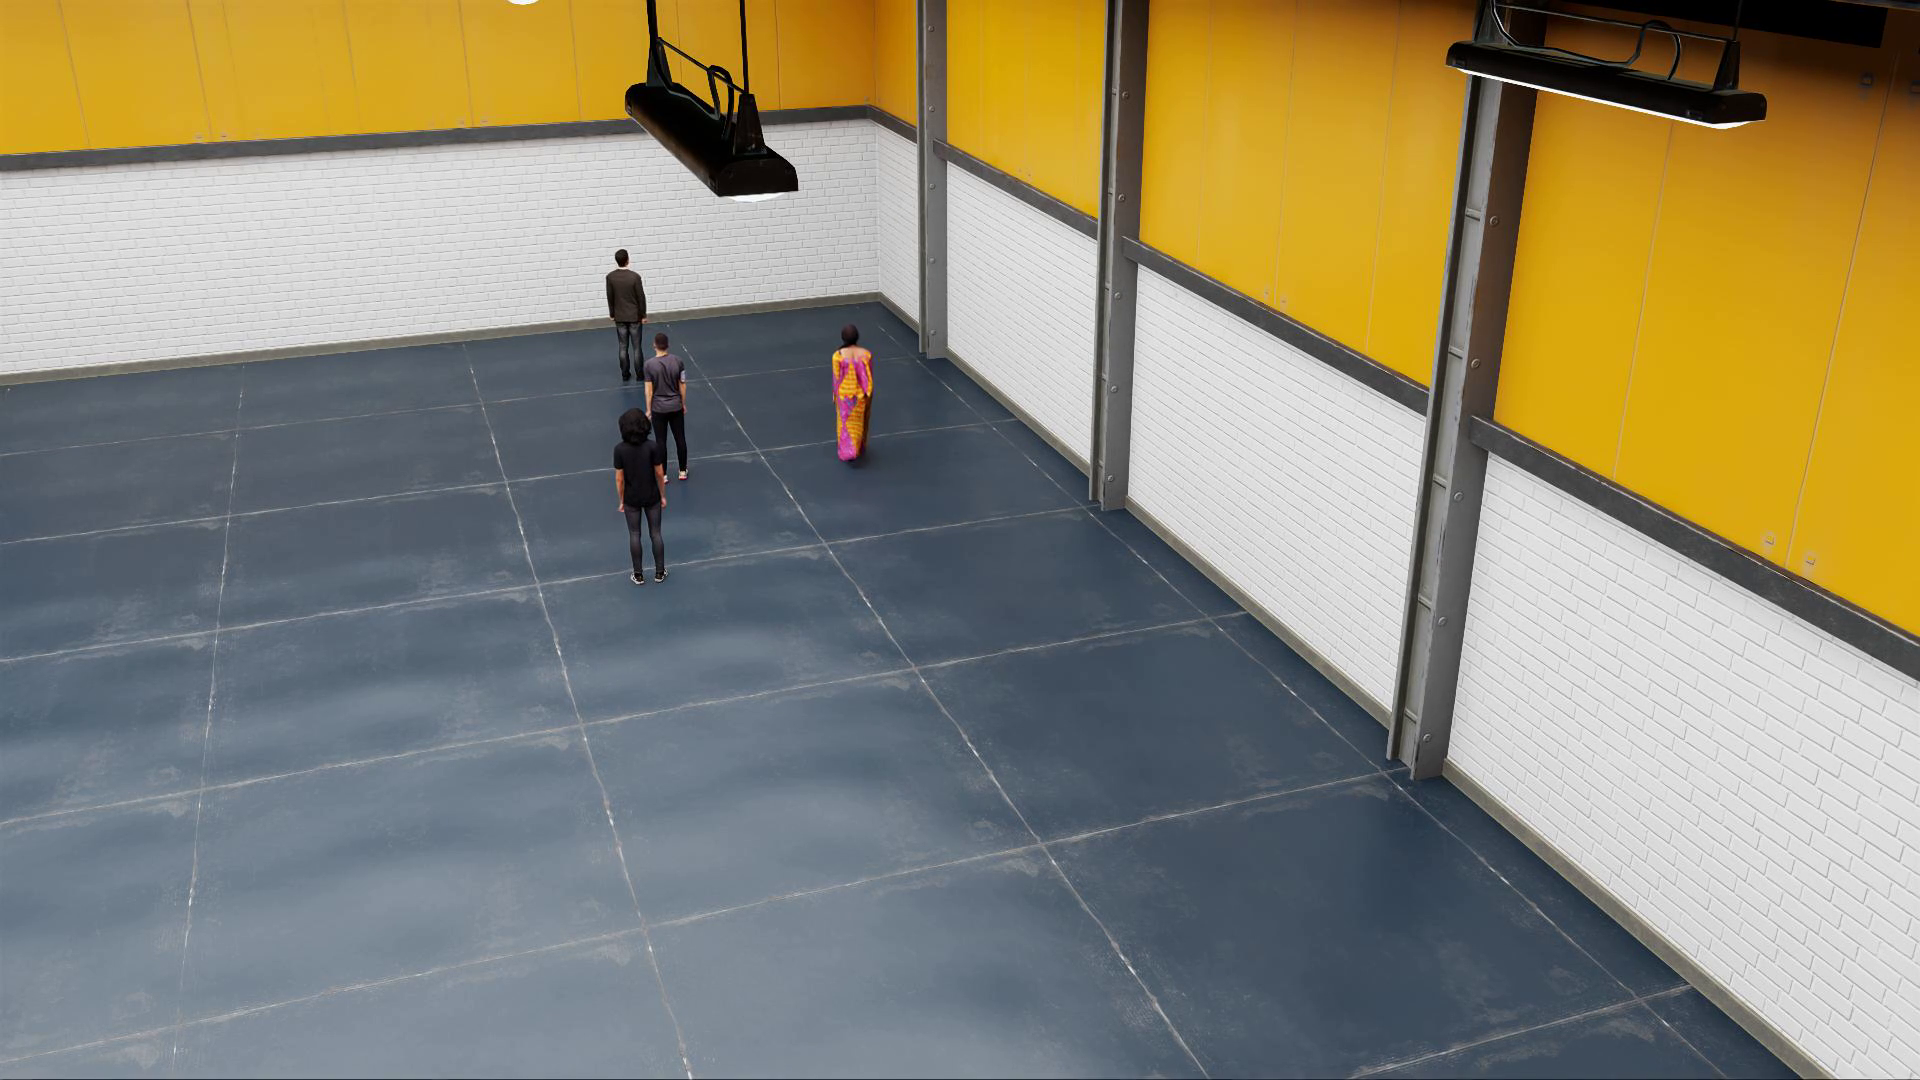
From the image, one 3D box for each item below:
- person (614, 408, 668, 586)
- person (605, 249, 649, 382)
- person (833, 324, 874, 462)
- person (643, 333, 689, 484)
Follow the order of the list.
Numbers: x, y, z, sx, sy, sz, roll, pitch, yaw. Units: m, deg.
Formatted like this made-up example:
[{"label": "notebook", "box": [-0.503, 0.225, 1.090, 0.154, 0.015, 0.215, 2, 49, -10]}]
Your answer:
[{"label": "person", "box": [-3.163, -0.440, 16.511, 0.659, 1.836, 0.575, -5, 24, -11]}, {"label": "person", "box": [-4.500, -3.052, 22.527, 0.752, 1.804, 0.716, 3, 24, 6]}, {"label": "person", "box": [-1.280, -1.763, 19.716, 0.685, 1.694, 0.866, -6, 24, -13]}, {"label": "person", "box": [-3.363, -1.519, 19.070, 0.643, 1.764, 0.562, -10, 26, -22]}]
